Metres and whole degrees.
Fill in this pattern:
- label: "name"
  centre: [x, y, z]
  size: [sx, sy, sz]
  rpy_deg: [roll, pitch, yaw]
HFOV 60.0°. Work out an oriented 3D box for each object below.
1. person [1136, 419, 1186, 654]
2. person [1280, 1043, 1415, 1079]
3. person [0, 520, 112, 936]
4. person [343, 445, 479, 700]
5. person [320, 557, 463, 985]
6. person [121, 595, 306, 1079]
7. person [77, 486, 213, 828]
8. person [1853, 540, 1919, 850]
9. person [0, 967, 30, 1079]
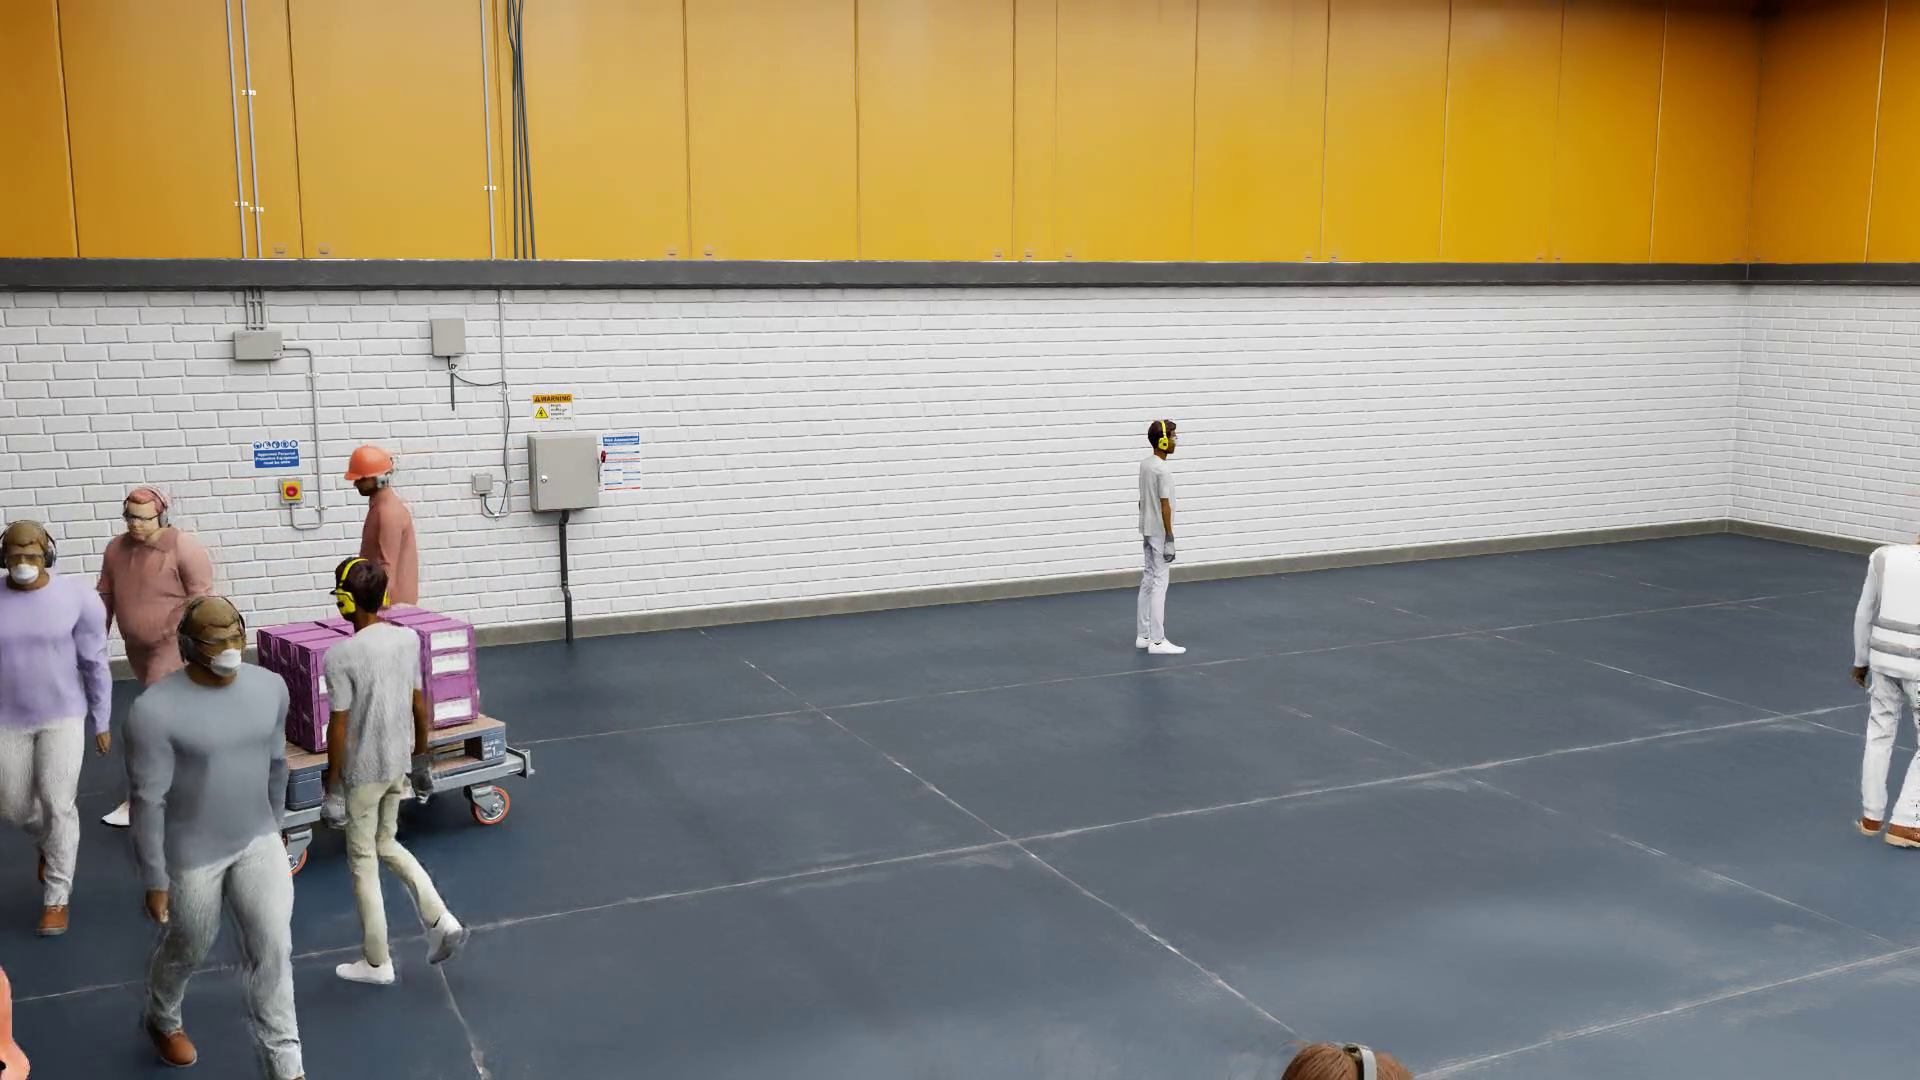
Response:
- label: "person"
  centre: [1.595, -0.028, 13.275]
  size: [0.325, 1.871, 0.524]
  rpy_deg: [-3, 10, -17]
- label: "person"
  centre: [0.645, 1.702, 2.749]
  size: [0.792, 1.803, 0.626]
  rpy_deg: [2, 9, 15]
- label: "person"
  centre: [-4.291, 0.834, 7.769]
  size: [0.637, 1.918, 0.674]
  rpy_deg: [-3, 10, -18]
- label: "person"
  centre: [-3.549, 0.349, 10.654]
  size: [0.739, 1.958, 0.642]
  rpy_deg: [-5, 10, -29]
- label: "person"
  centre: [-2.448, 0.993, 7.001]
  size: [0.474, 1.858, 0.514]
  rpy_deg: [4, 10, 23]
- label: "person"
  centre: [-2.768, 1.116, 6.122]
  size: [0.996, 1.899, 0.645]
  rpy_deg: [7, 11, 37]
- label: "person"
  centre: [-4.529, 0.633, 9.199]
  size: [0.691, 1.849, 0.952]
  rpy_deg: [4, 10, 23]
- label: "person"
  centre: [4.999, 0.701, 8.786]
  size: [0.400, 1.867, 0.639]
  rpy_deg: [-5, 10, -29]
- label: "person"
  centre: [-1.733, 1.610, 2.697]
  size: [0.538, 2.021, 0.686]
  rpy_deg: [9, 13, 43]
